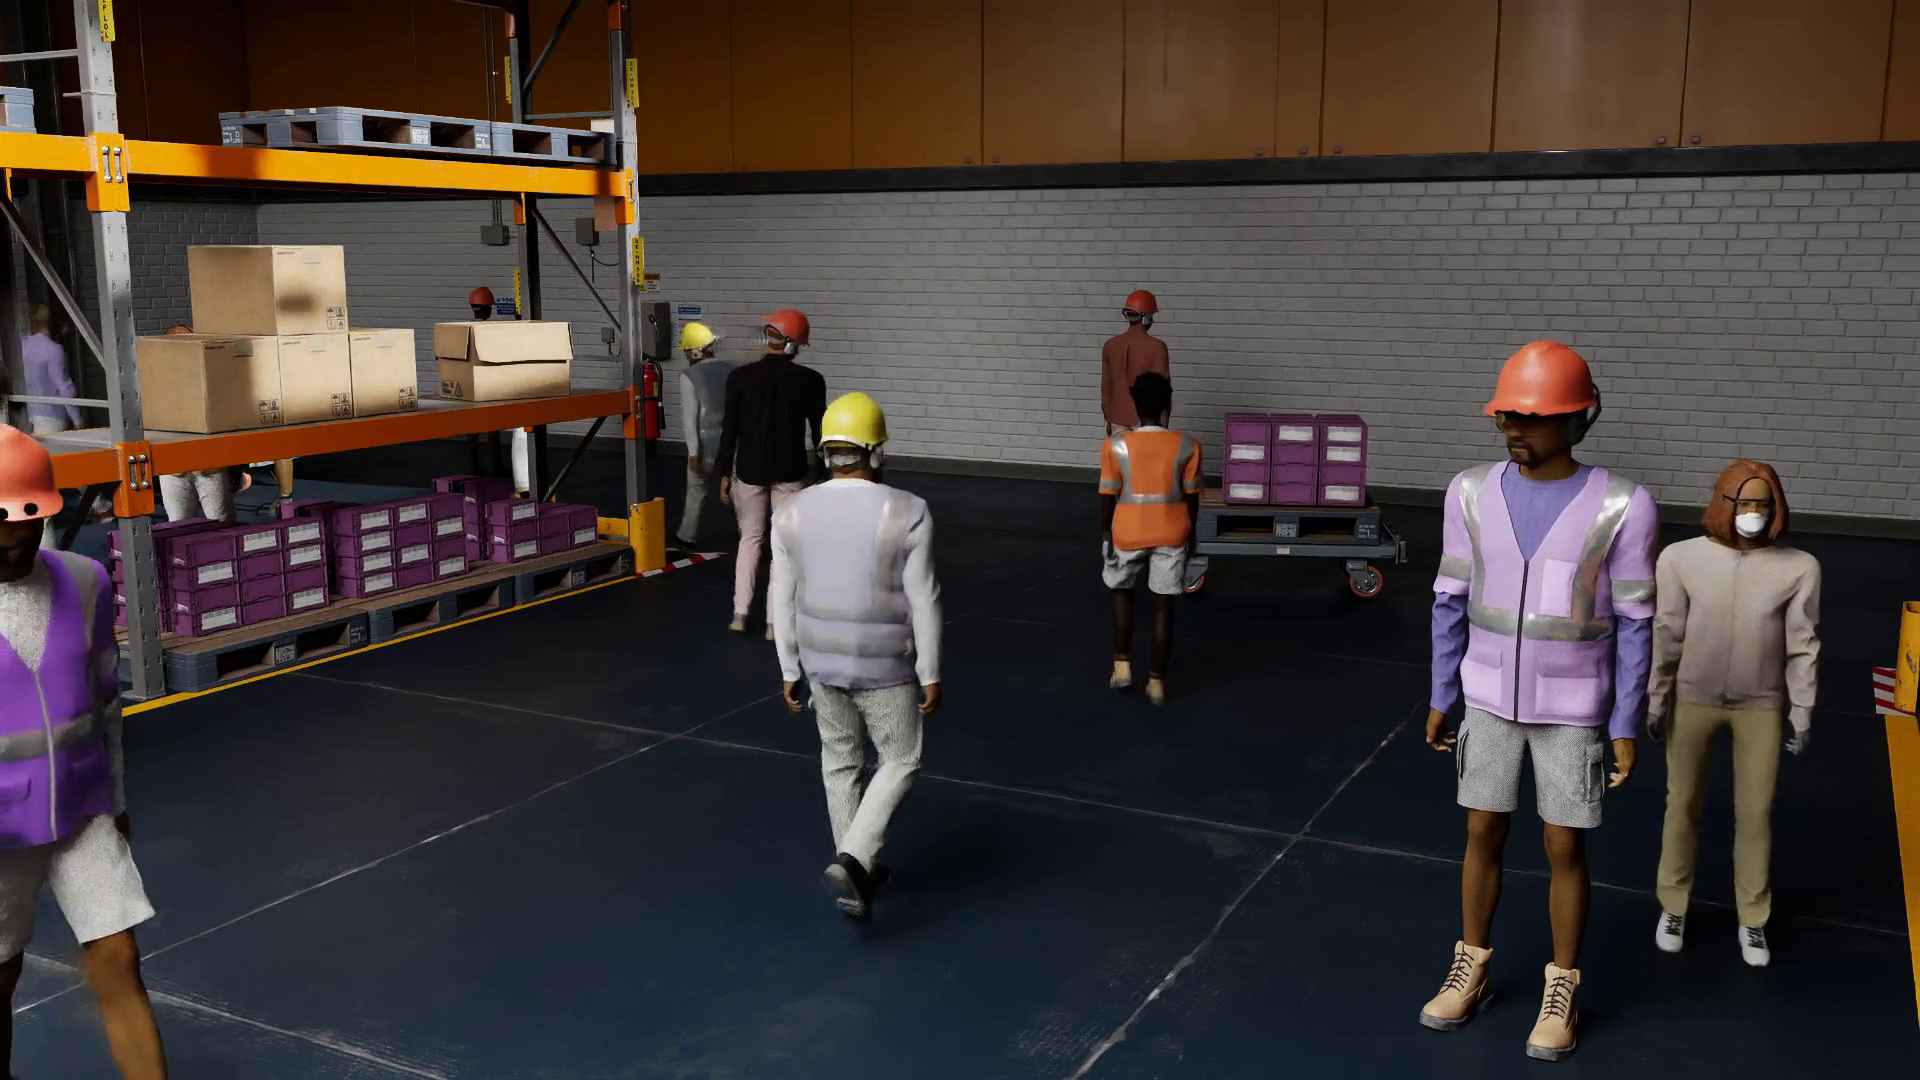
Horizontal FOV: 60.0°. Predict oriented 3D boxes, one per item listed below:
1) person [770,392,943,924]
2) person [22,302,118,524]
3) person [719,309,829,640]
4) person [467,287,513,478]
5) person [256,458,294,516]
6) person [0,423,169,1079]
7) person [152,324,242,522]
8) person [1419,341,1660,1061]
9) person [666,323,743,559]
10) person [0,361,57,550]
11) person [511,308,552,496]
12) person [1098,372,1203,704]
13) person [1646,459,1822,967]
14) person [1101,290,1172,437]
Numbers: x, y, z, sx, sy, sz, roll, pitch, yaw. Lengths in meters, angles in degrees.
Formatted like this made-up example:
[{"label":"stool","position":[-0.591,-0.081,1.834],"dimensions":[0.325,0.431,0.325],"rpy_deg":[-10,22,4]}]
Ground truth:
[{"label":"person","position":[-0.356,0.412,5.619],"dimensions":[0.607,1.819,0.588],"rpy_deg":[4,11,21]},{"label":"person","position":[-7.418,-1.009,13.681],"dimensions":[1.042,1.882,0.654],"rpy_deg":[-9,13,-42]},{"label":"person","position":[-1.090,-0.394,9.915],"dimensions":[0.641,1.947,0.574],"rpy_deg":[0,10,2]},{"label":"person","position":[-4.802,-1.576,16.797],"dimensions":[0.546,1.939,0.375],"rpy_deg":[4,10,20]},{"label":"person","position":[-6.022,-1.173,14.477],"dimensions":[0.376,1.933,0.545],"rpy_deg":[-2,10,-11]},{"label":"person","position":[-2.134,0.675,3.883],"dimensions":[0.914,1.892,0.553],"rpy_deg":[7,12,37]},{"label":"person","position":[-4.902,-0.459,10.640],"dimensions":[0.625,1.836,0.429],"rpy_deg":[-1,10,-4]},{"label":"person","position":[1.616,0.459,4.717],"dimensions":[0.615,2.039,0.388],"rpy_deg":[7,12,37]},{"label":"person","position":[-1.852,-0.731,12.427],"dimensions":[0.607,1.763,0.974],"rpy_deg":[-8,13,-40]},{"label":"person","position":[-3.993,0.195,6.683],"dimensions":[0.656,1.885,0.713],"rpy_deg":[0,10,-2]},{"label":"person","position":[-4.040,-1.328,15.642],"dimensions":[0.429,1.841,0.633],"rpy_deg":[2,10,11]},{"label":"person","position":[0.970,-0.016,8.509],"dimensions":[0.538,1.687,0.477],"rpy_deg":[1,10,3]},{"label":"person","position":[2.486,0.552,5.372],"dimensions":[0.499,1.635,0.307],"rpy_deg":[4,10,20]},{"label":"person","position":[1.384,-0.943,12.970],"dimensions":[0.614,1.994,0.381],"rpy_deg":[8,12,38]}]
